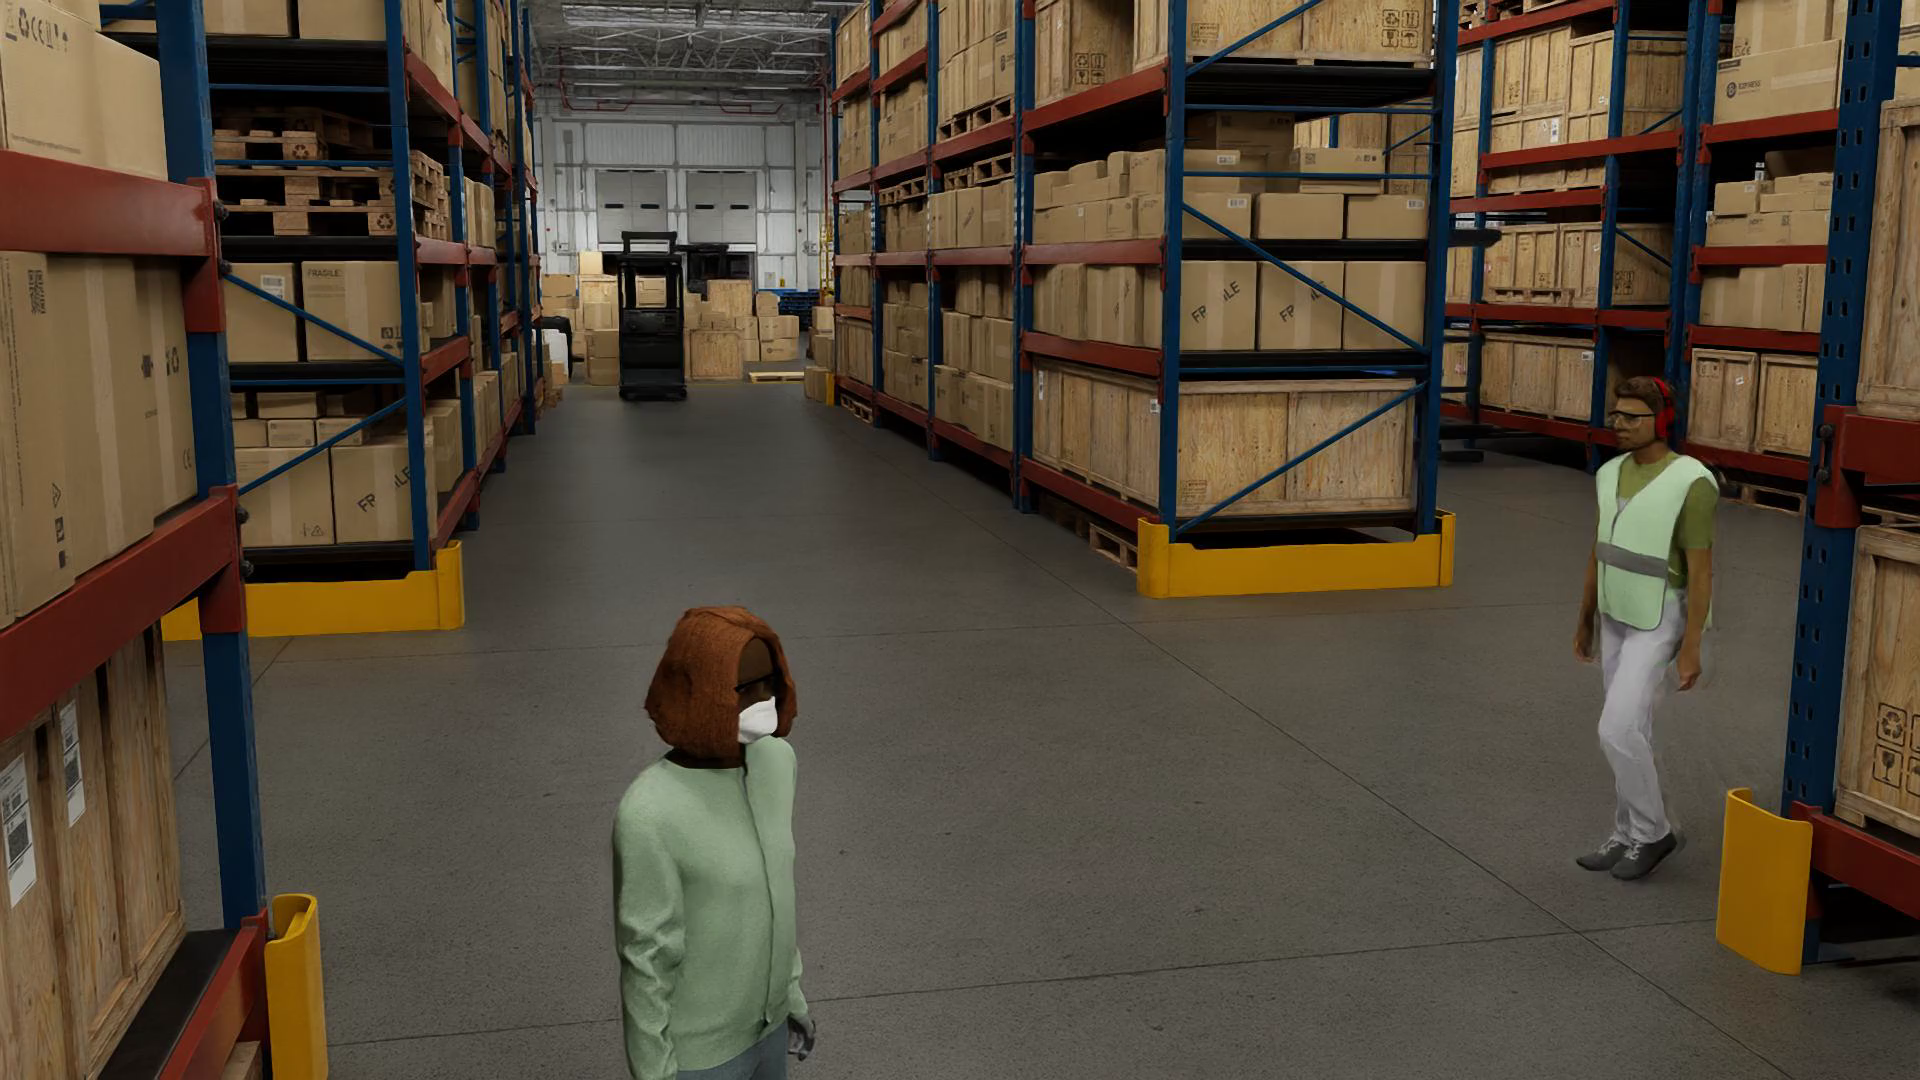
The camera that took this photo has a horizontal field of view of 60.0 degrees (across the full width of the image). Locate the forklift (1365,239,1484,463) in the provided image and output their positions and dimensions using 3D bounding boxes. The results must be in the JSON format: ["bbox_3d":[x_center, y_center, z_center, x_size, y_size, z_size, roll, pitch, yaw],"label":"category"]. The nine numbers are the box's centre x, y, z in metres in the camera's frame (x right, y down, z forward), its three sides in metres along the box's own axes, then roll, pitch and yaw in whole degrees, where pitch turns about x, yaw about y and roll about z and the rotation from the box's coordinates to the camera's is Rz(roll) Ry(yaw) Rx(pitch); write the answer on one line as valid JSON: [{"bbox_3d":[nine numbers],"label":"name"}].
[{"bbox_3d":[4.840,-2.286,18.755,1.873,2.768,1.129,-2,10,-12],"label":"forklift"}]

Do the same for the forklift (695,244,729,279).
[{"bbox_3d":[-6.639,-6.533,44.642,1.129,2.768,1.873,5,11,28],"label":"forklift"}]

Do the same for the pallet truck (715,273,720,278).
[{"bbox_3d":[-8.580,-8.986,62.280,1.885,1.965,0.823,1,9,5],"label":"pallet truck"}]

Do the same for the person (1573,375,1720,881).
[{"bbox_3d":[2.446,0.324,6.015,0.471,1.832,0.594,-2,10,-12],"label":"person"}]

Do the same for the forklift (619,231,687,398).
[{"bbox_3d":[-5.274,-3.877,28.455,1.129,2.768,1.873,-1,9,-9],"label":"forklift"}]

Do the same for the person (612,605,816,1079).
[{"bbox_3d":[-0.428,0.917,3.023,0.265,1.632,0.508,4,10,25],"label":"person"}]
